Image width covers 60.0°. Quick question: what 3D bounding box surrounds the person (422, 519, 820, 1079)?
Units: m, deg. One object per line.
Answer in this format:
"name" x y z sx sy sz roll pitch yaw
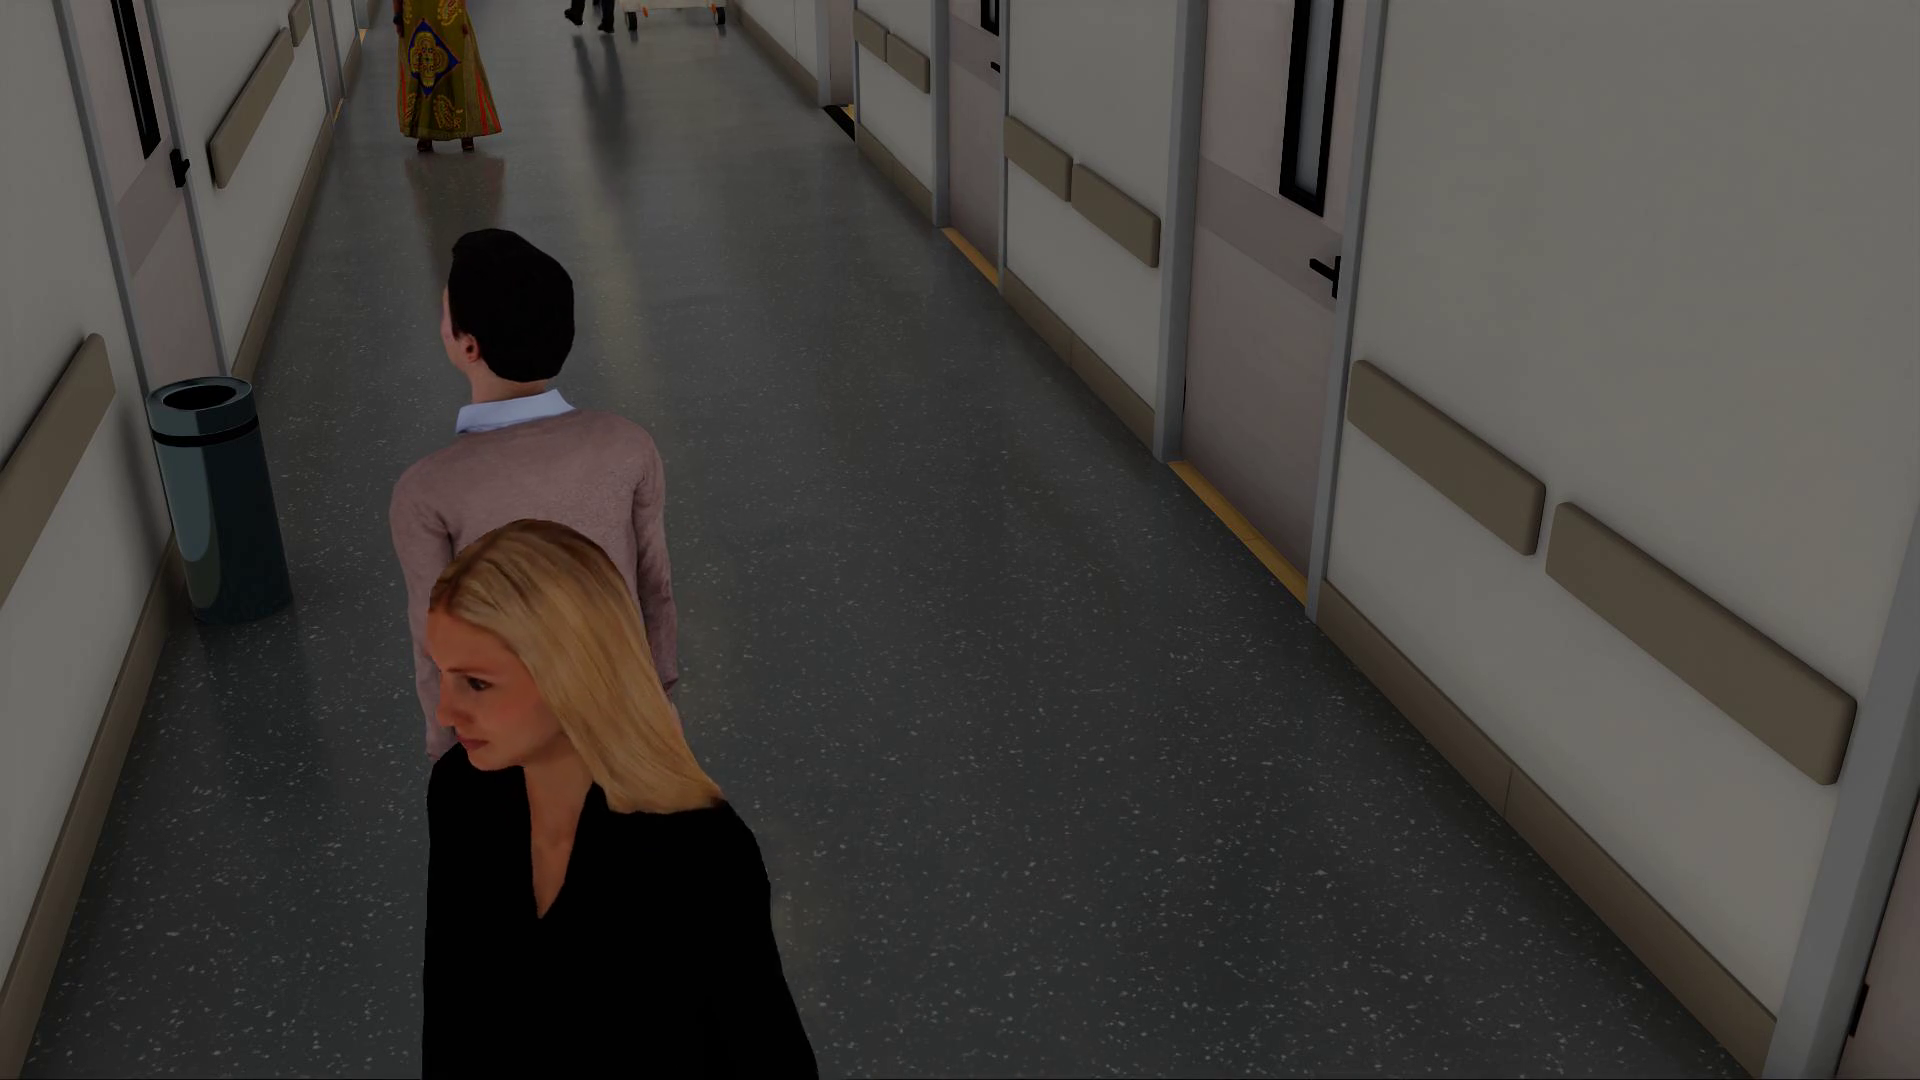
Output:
"person" -0.319 0.784 2.058 1.092 1.785 1.208 16 30 30

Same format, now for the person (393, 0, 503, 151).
"person" -3.445 -3.403 10.886 0.742 1.658 0.940 -3 26 -7

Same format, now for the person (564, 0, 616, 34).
"person" -3.345 -5.545 15.196 1.067 1.773 0.944 -15 29 -28

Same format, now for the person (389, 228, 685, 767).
"person" -0.721 0.344 2.945 0.590 1.808 0.751 -16 30 -30
